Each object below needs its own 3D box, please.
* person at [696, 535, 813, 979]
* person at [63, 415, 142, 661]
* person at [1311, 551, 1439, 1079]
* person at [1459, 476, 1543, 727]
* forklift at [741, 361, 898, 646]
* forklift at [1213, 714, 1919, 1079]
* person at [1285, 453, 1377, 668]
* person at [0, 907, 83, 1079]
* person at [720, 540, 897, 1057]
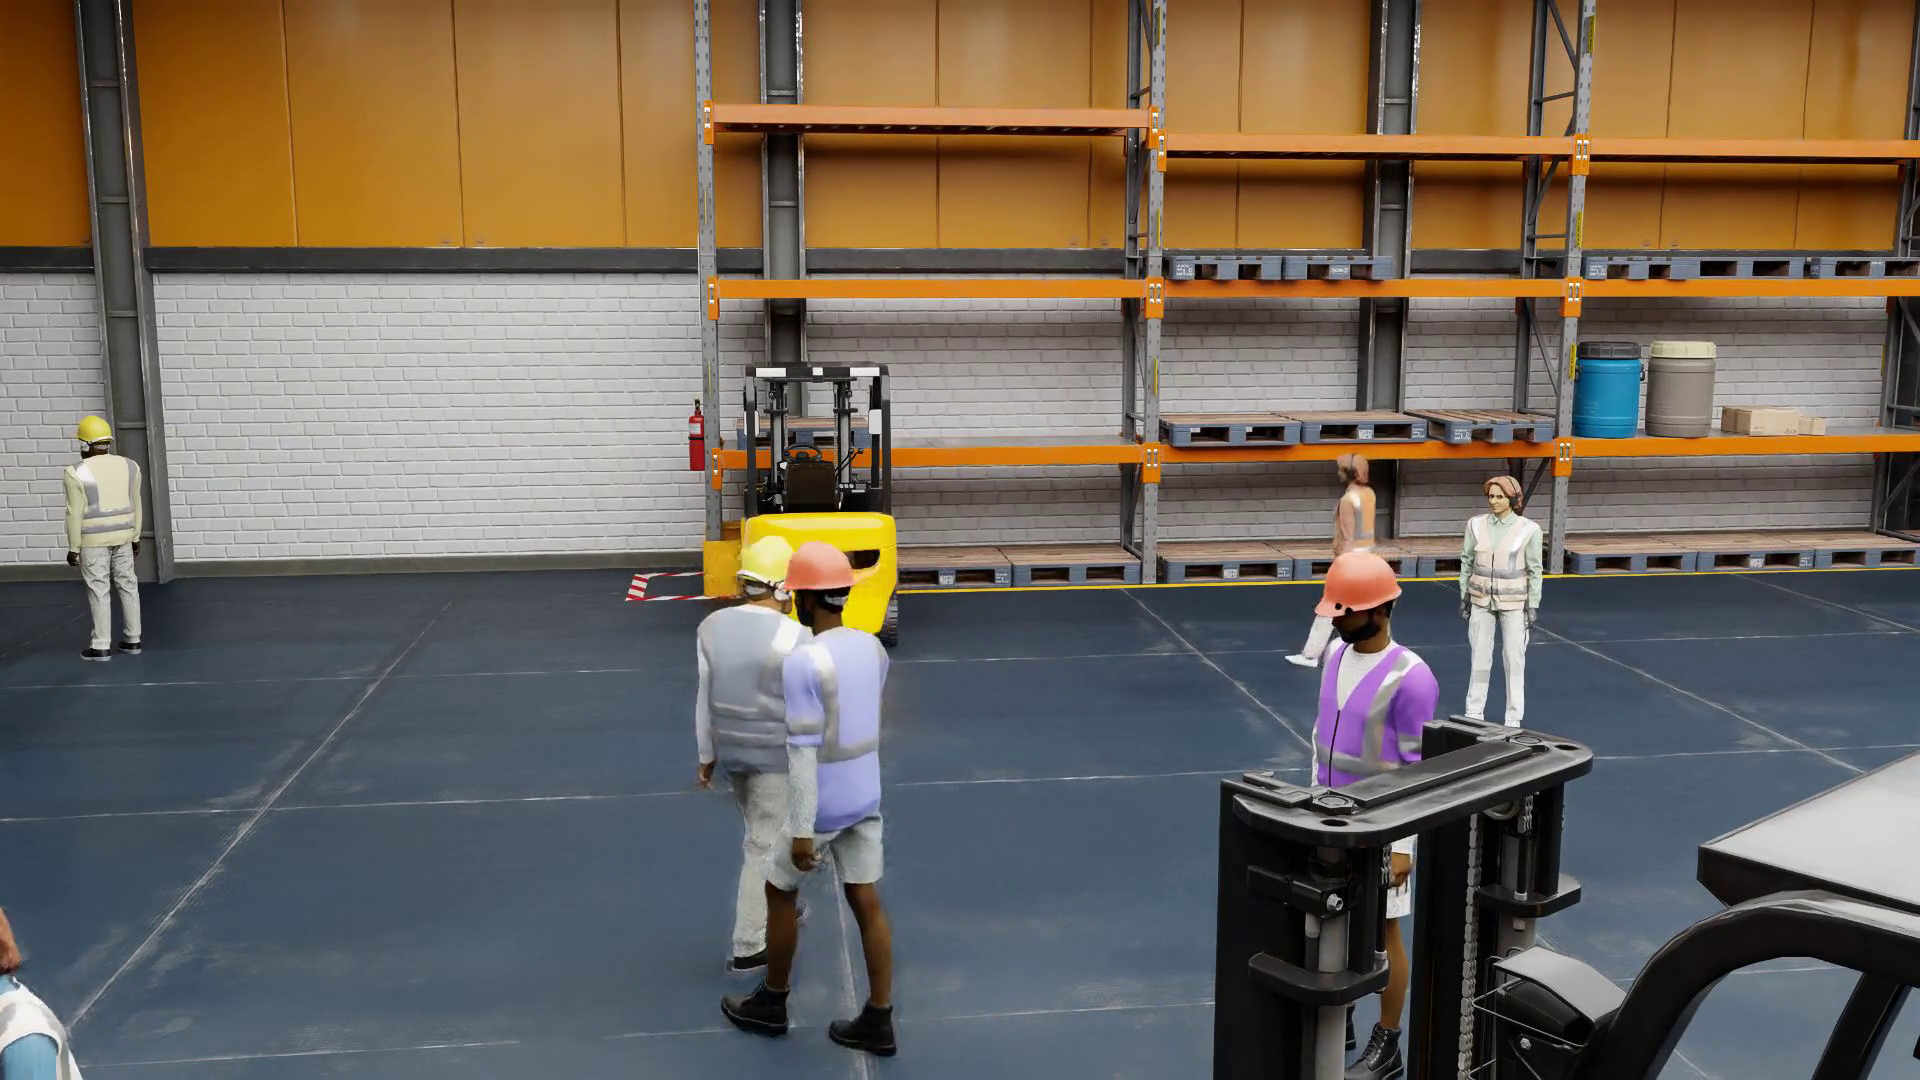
[{"bbox_3d":[-0.759,0.875,7.000,0.622,1.798,0.792,6,11,33],"label":"person"},{"bbox_3d":[-6.414,-0.015,12.451,0.403,1.837,0.591,5,10,29],"label":"person"},{"bbox_3d":[1.413,0.988,5.912,0.374,1.927,0.542,-5,10,-27],"label":"person"},{"bbox_3d":[3.373,0.410,10.412,0.523,1.638,0.310,8,12,41],"label":"person"},{"bbox_3d":[-1.154,-0.340,13.365,1.214,2.155,2.313,-1,9,-7],"label":"forklift"},{"bbox_3d":[1.441,1.425,2.350,1.214,2.155,2.313,-7,12,-39],"label":"forklift"},{"bbox_3d":[2.799,0.166,12.063,0.745,1.601,0.516,7,12,38],"label":"person"},{"bbox_3d":[-2.052,1.507,3.674,0.541,1.601,0.530,8,12,43],"label":"person"},{"bbox_3d":[-0.563,0.946,6.219,0.851,1.902,0.582,6,11,35],"label":"person"}]
